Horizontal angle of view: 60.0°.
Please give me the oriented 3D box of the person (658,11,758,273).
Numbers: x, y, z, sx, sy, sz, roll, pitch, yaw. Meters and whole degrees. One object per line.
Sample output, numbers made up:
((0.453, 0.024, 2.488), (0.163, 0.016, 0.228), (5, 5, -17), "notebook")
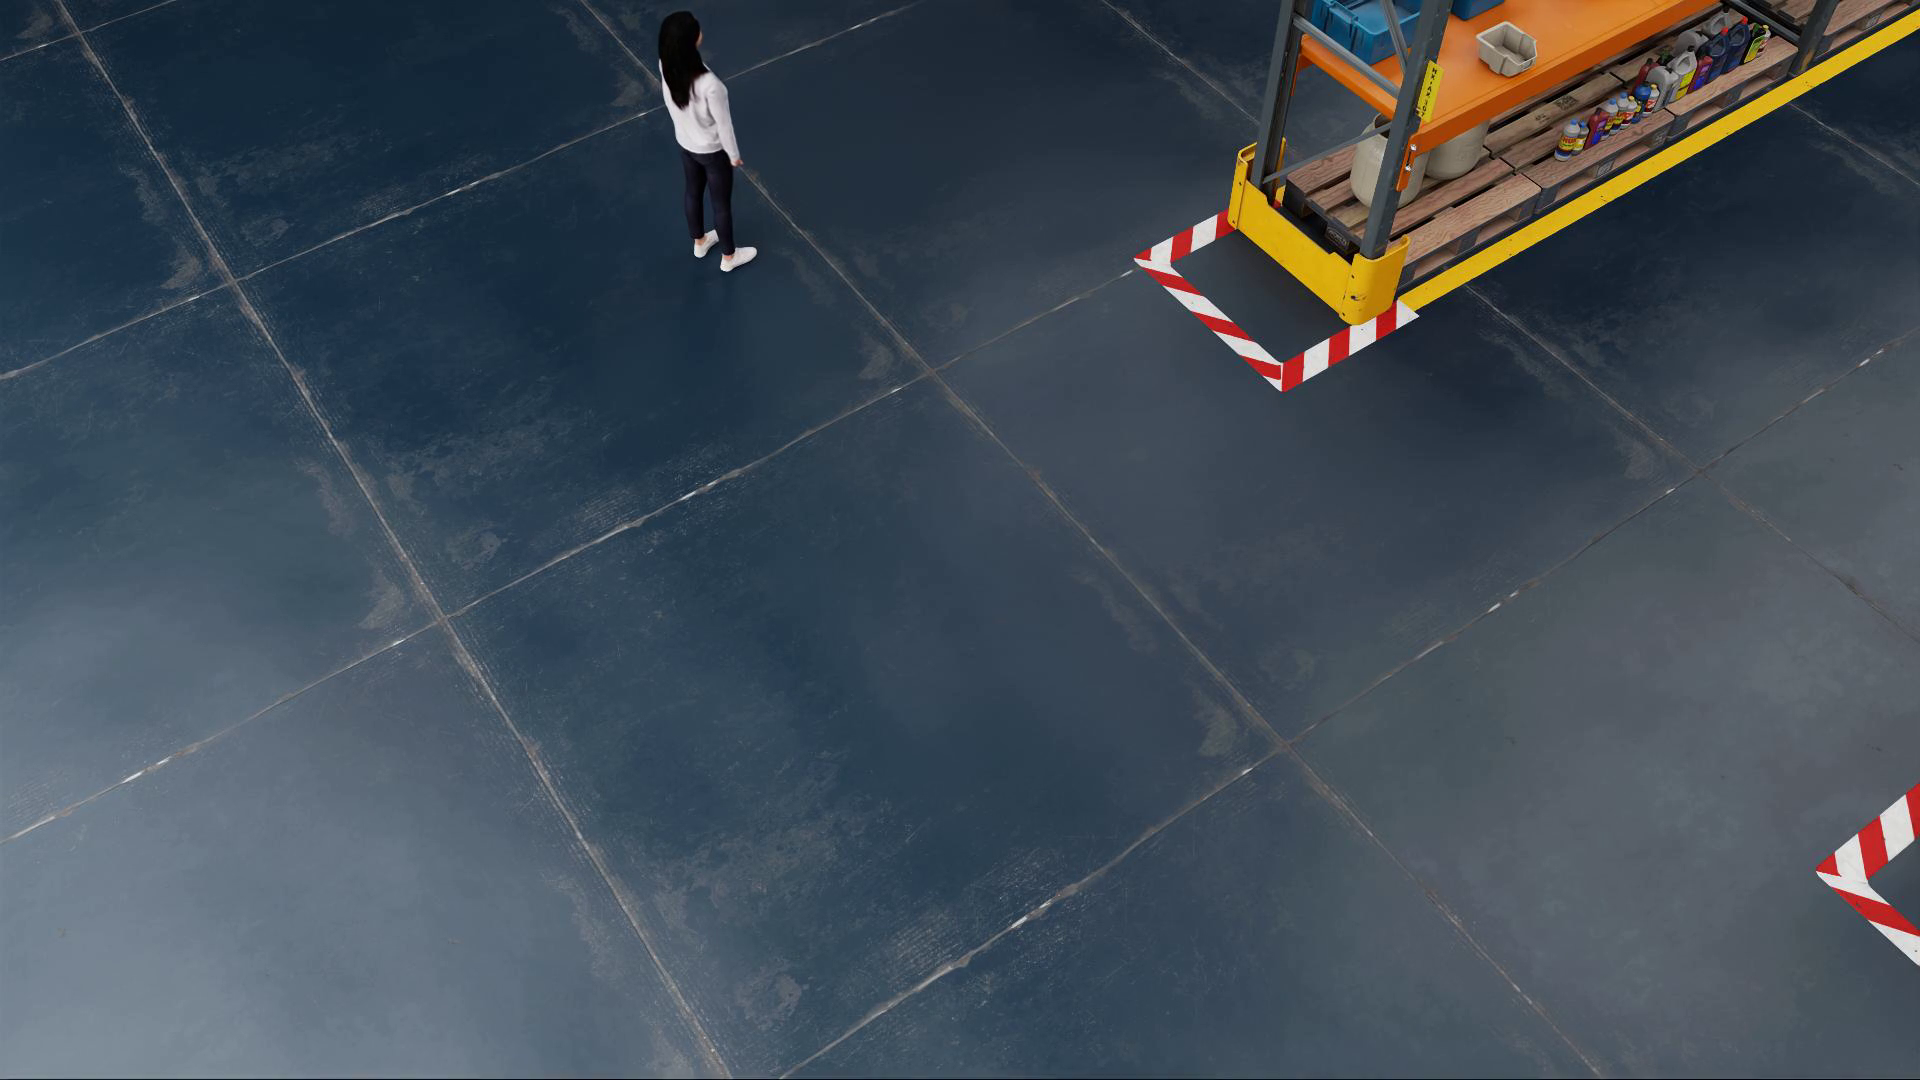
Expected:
((-1.459, -2.244, 9.390), (0.685, 1.701, 0.667), (31, 58, 22), "person")
